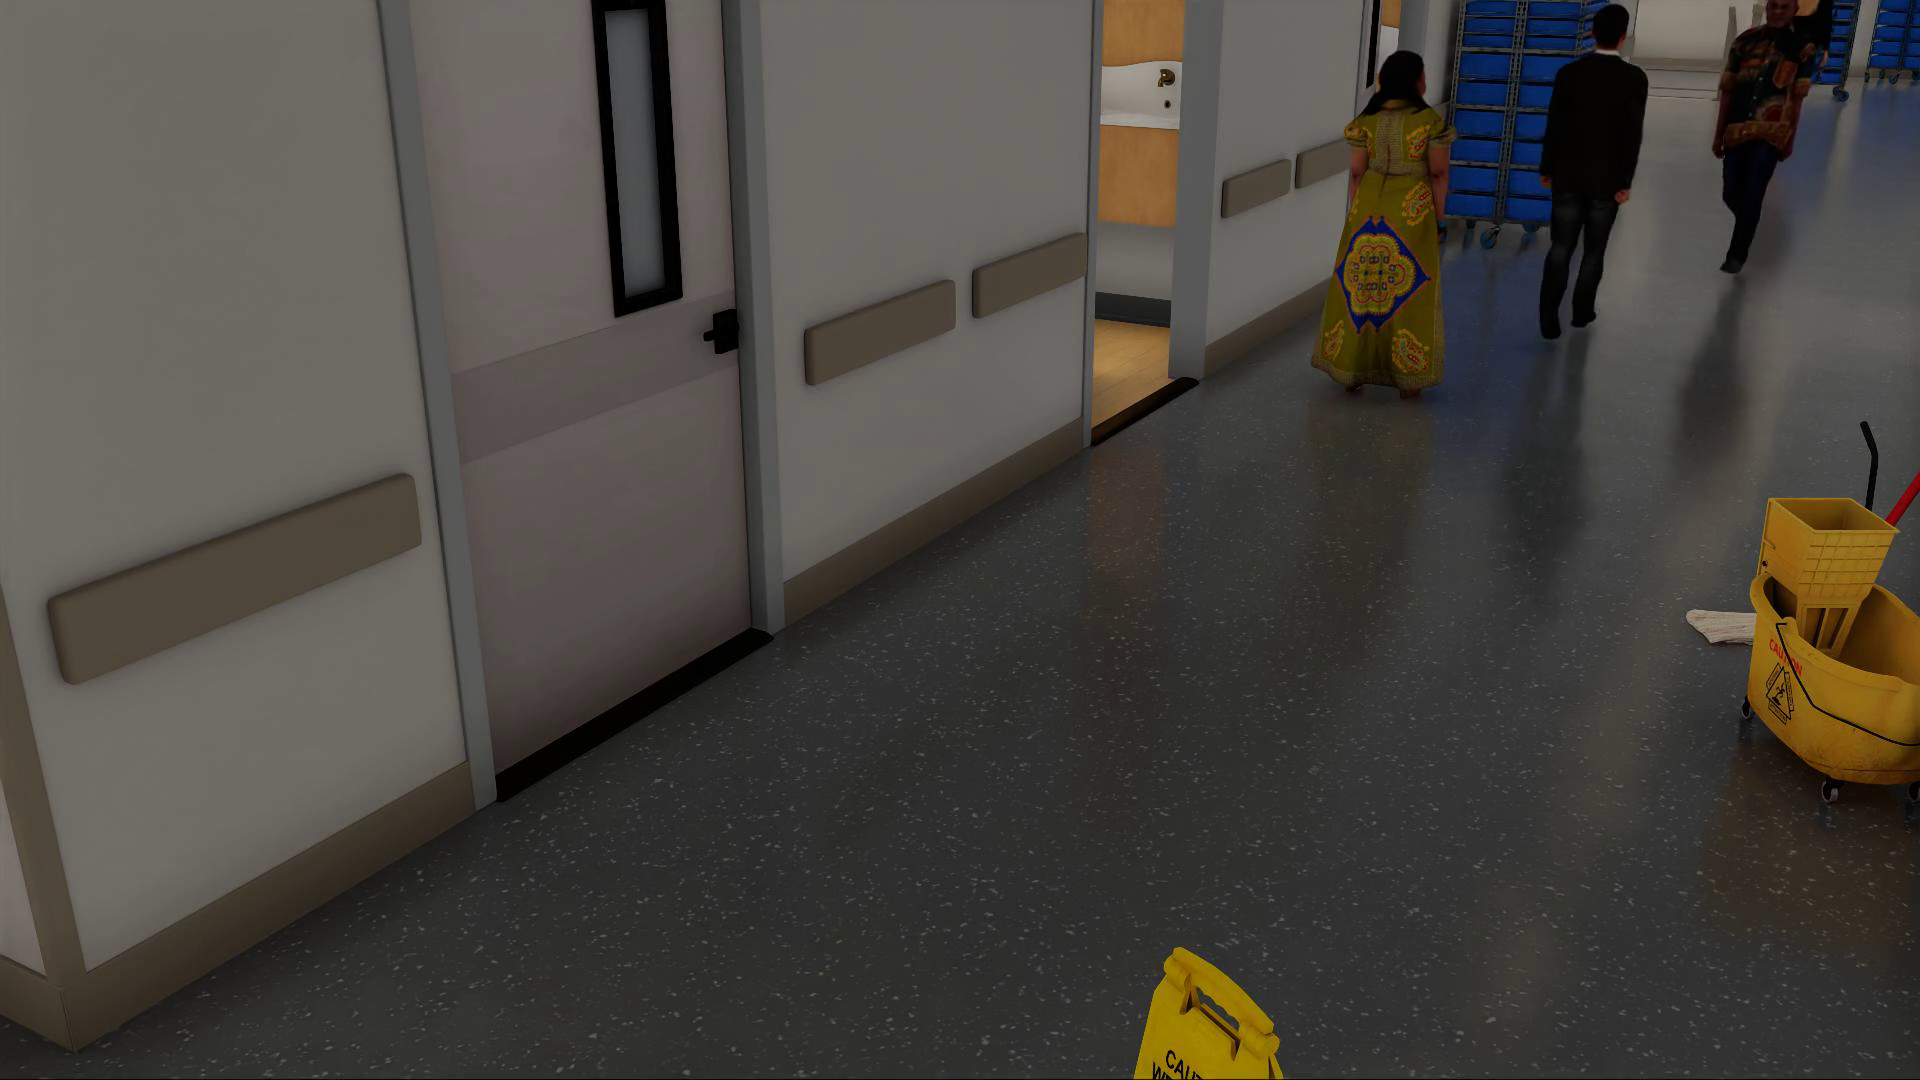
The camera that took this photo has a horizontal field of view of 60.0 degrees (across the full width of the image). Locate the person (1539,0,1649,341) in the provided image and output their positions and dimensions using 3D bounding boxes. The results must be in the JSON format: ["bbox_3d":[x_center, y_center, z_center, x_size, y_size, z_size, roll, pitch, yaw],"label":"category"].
[{"bbox_3d":[3.427,-1.987,9.141,0.700,1.779,1.061,12,24,29],"label":"person"}]

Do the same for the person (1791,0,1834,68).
[{"bbox_3d":[8.103,-4.656,16.124,0.673,1.824,0.702,14,25,32],"label":"person"}]

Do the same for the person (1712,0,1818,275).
[{"bbox_3d":[5.215,-2.665,10.863,0.786,1.787,1.116,15,26,35],"label":"person"}]

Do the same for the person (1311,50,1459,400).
[{"bbox_3d":[2.110,-1.533,8.113,0.853,1.658,0.768,10,23,24],"label":"person"}]
